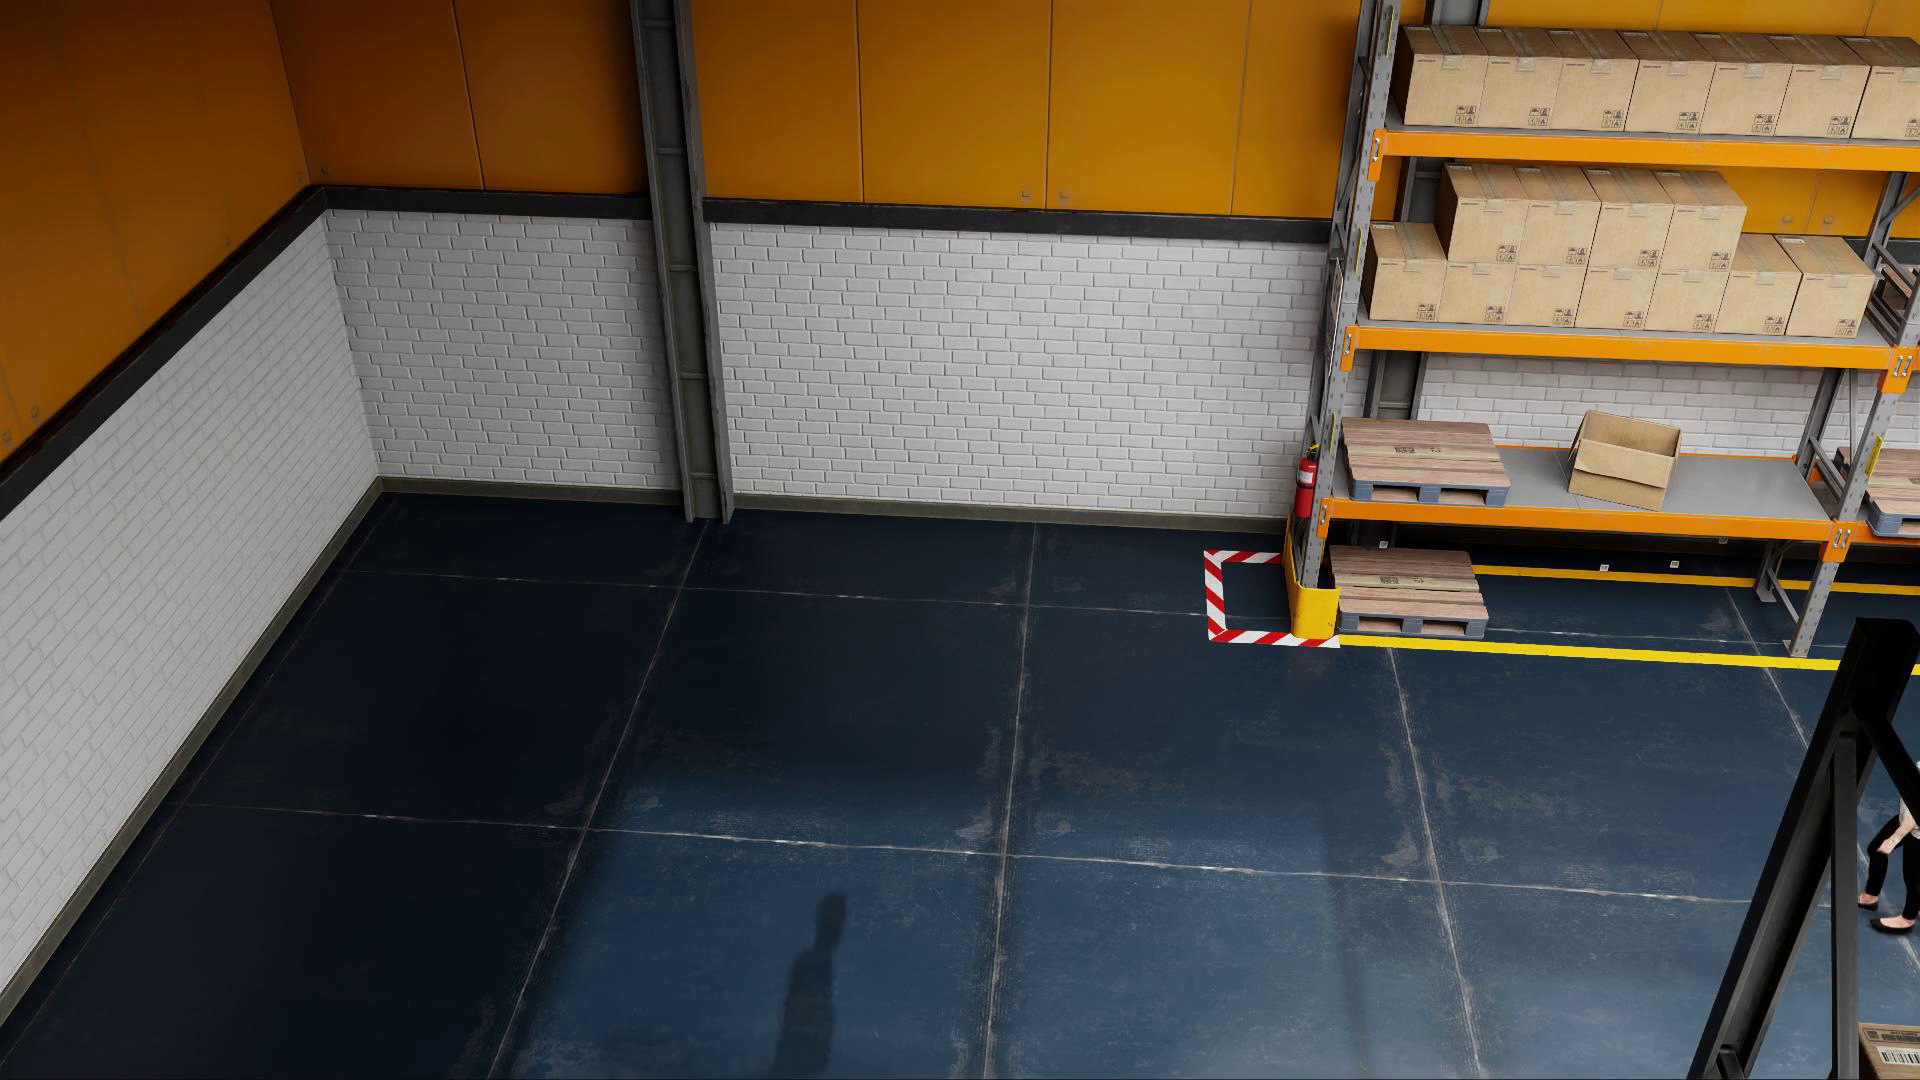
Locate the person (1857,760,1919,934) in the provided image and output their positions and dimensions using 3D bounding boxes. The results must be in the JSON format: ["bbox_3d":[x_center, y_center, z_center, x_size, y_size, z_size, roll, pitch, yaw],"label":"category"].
[{"bbox_3d":[6.237,1.868,10.646,0.769,1.703,0.691,10,35,14],"label":"person"}]
